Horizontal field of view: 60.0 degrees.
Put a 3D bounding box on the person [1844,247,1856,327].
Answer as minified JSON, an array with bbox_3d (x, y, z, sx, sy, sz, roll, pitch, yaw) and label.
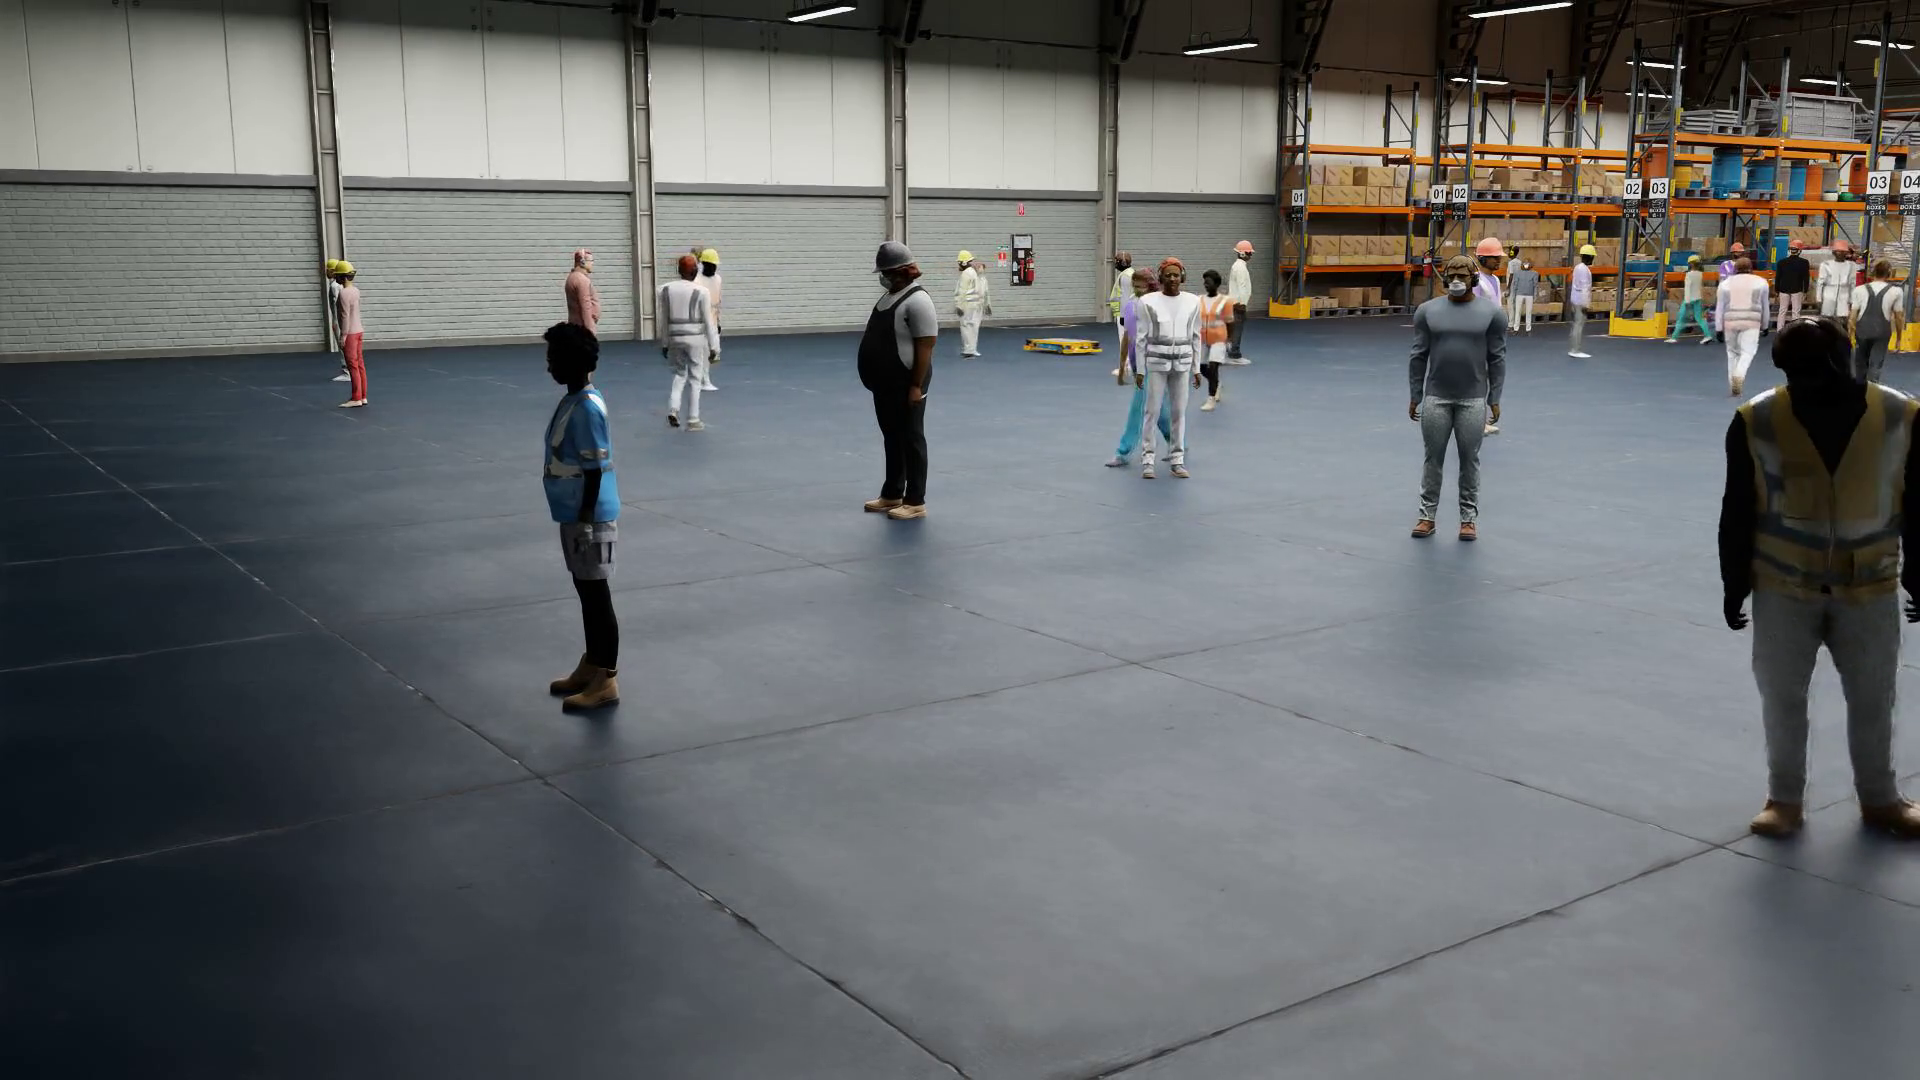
[{"bbox_3d":[17.670,-4.913,33.203,0.533,1.857,0.434,10,14,42],"label":"person"}]

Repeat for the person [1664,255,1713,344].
[{"bbox_3d":[14.147,-4.636,32.067,0.531,1.715,0.894,-8,13,-36],"label":"person"}]

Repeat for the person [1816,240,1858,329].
[{"bbox_3d":[15.217,-4.193,28.877,0.637,1.985,1.033,3,11,16],"label":"person"}]

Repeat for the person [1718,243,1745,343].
[{"bbox_3d":[14.990,-4.781,32.235,0.551,1.941,0.342,1,10,7],"label":"person"}]

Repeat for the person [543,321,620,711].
[{"bbox_3d":[-1.660,-0.109,7.300,0.318,1.696,0.533,-4,11,-21],"label":"person"}]

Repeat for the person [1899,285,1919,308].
[{"bbox_3d":[19.196,-4.986,33.415,0.623,1.932,0.370,5,11,26],"label":"person"}]

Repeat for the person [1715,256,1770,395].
[{"bbox_3d":[10.131,-2.772,21.590,0.630,1.813,0.799,7,13,34],"label":"person"}]

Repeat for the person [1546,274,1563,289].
[{"bbox_3d":[15.254,-6.529,42.666,0.280,1.634,0.499,-6,12,-31],"label":"person"}]

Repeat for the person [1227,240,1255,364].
[{"bbox_3d":[4.556,-3.845,26.962,0.396,1.993,0.618,0,10,1],"label":"person"}]

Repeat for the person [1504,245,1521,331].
[{"bbox_3d":[12.046,-5.491,36.329,0.325,1.871,0.524,8,13,38],"label":"person"}]

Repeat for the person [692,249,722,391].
[{"bbox_3d":[-3.447,-2.951,22.321,0.641,1.899,0.628,7,13,34],"label":"person"}]

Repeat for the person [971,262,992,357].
[{"bbox_3d":[0.301,-3.973,28.653,0.552,1.615,0.552,10,14,43],"label":"person"}]

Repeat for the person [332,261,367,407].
[{"bbox_3d":[-7.407,-2.488,20.155,0.311,1.768,0.531,0,10,-2],"label":"person"}]

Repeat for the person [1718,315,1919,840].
[{"bbox_3d":[2.944,0.147,5.622,0.727,1.802,0.473,4,11,21],"label":"person"}]

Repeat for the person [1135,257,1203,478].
[{"bbox_3d":[1.782,-1.461,14.199,0.579,1.882,0.342,-1,10,-7],"label":"person"}]

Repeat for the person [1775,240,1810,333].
[{"bbox_3d":[16.327,-4.881,32.638,0.617,1.993,0.396,9,14,42],"label":"person"}]

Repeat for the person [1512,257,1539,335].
[{"bbox_3d":[11.843,-5.106,34.866,0.505,1.633,0.279,4,11,19],"label":"person"}]

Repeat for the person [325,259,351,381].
[{"bbox_3d":[-8.906,-3.153,23.866,0.322,1.741,0.490,0,10,-1],"label":"person"}]

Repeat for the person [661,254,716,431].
[{"bbox_3d":[-2.868,-2.079,17.599,0.615,1.876,0.402,4,11,20],"label":"person"}]

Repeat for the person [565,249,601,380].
[{"bbox_3d":[-4.621,-2.620,20.498,0.402,1.904,0.651,-5,11,-25],"label":"person"}]

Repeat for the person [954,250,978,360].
[{"bbox_3d":[0.101,-3.946,27.969,0.403,1.832,0.617,1,10,8],"label":"person"}]

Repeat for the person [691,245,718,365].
[{"bbox_3d":[-4.220,-3.743,26.605,0.723,1.914,0.665,1,10,4],"label":"person"}]

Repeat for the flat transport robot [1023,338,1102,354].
[{"bbox_3d":[1.815,-3.455,29.553,0.652,0.197,1.431,-7,13,-35],"label":"flat transport robot"}]

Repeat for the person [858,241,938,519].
[{"bbox_3d":[-0.484,-1.179,12.224,0.536,2.000,0.674,-5,12,-27],"label":"person"}]

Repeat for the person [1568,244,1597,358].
[{"bbox_3d":[10.654,-4.084,28.459,0.382,1.925,0.593,2,11,13],"label":"person"}]

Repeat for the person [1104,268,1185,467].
[{"bbox_3d":[1.714,-1.561,15.060,0.963,1.797,0.573,-6,12,-31],"label":"person"}]

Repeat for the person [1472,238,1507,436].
[{"bbox_3d":[5.448,-2.103,17.280,0.374,2.044,0.605,9,13,39],"label":"person"}]

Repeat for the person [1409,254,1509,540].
[{"bbox_3d":[3.373,-0.966,11.332,0.636,1.938,0.358,4,11,23],"label":"person"}]

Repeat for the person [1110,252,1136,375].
[{"bbox_3d":[2.451,-3.371,24.814,0.429,1.835,0.630,2,11,10],"label":"person"}]

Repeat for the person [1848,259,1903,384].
[{"bbox_3d":[10.445,-2.295,18.987,0.543,1.796,0.946,7,12,33],"label":"person"}]

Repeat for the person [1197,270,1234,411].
[{"bbox_3d":[3.037,-2.389,19.859,0.538,1.679,0.632,7,13,34],"label":"person"}]
